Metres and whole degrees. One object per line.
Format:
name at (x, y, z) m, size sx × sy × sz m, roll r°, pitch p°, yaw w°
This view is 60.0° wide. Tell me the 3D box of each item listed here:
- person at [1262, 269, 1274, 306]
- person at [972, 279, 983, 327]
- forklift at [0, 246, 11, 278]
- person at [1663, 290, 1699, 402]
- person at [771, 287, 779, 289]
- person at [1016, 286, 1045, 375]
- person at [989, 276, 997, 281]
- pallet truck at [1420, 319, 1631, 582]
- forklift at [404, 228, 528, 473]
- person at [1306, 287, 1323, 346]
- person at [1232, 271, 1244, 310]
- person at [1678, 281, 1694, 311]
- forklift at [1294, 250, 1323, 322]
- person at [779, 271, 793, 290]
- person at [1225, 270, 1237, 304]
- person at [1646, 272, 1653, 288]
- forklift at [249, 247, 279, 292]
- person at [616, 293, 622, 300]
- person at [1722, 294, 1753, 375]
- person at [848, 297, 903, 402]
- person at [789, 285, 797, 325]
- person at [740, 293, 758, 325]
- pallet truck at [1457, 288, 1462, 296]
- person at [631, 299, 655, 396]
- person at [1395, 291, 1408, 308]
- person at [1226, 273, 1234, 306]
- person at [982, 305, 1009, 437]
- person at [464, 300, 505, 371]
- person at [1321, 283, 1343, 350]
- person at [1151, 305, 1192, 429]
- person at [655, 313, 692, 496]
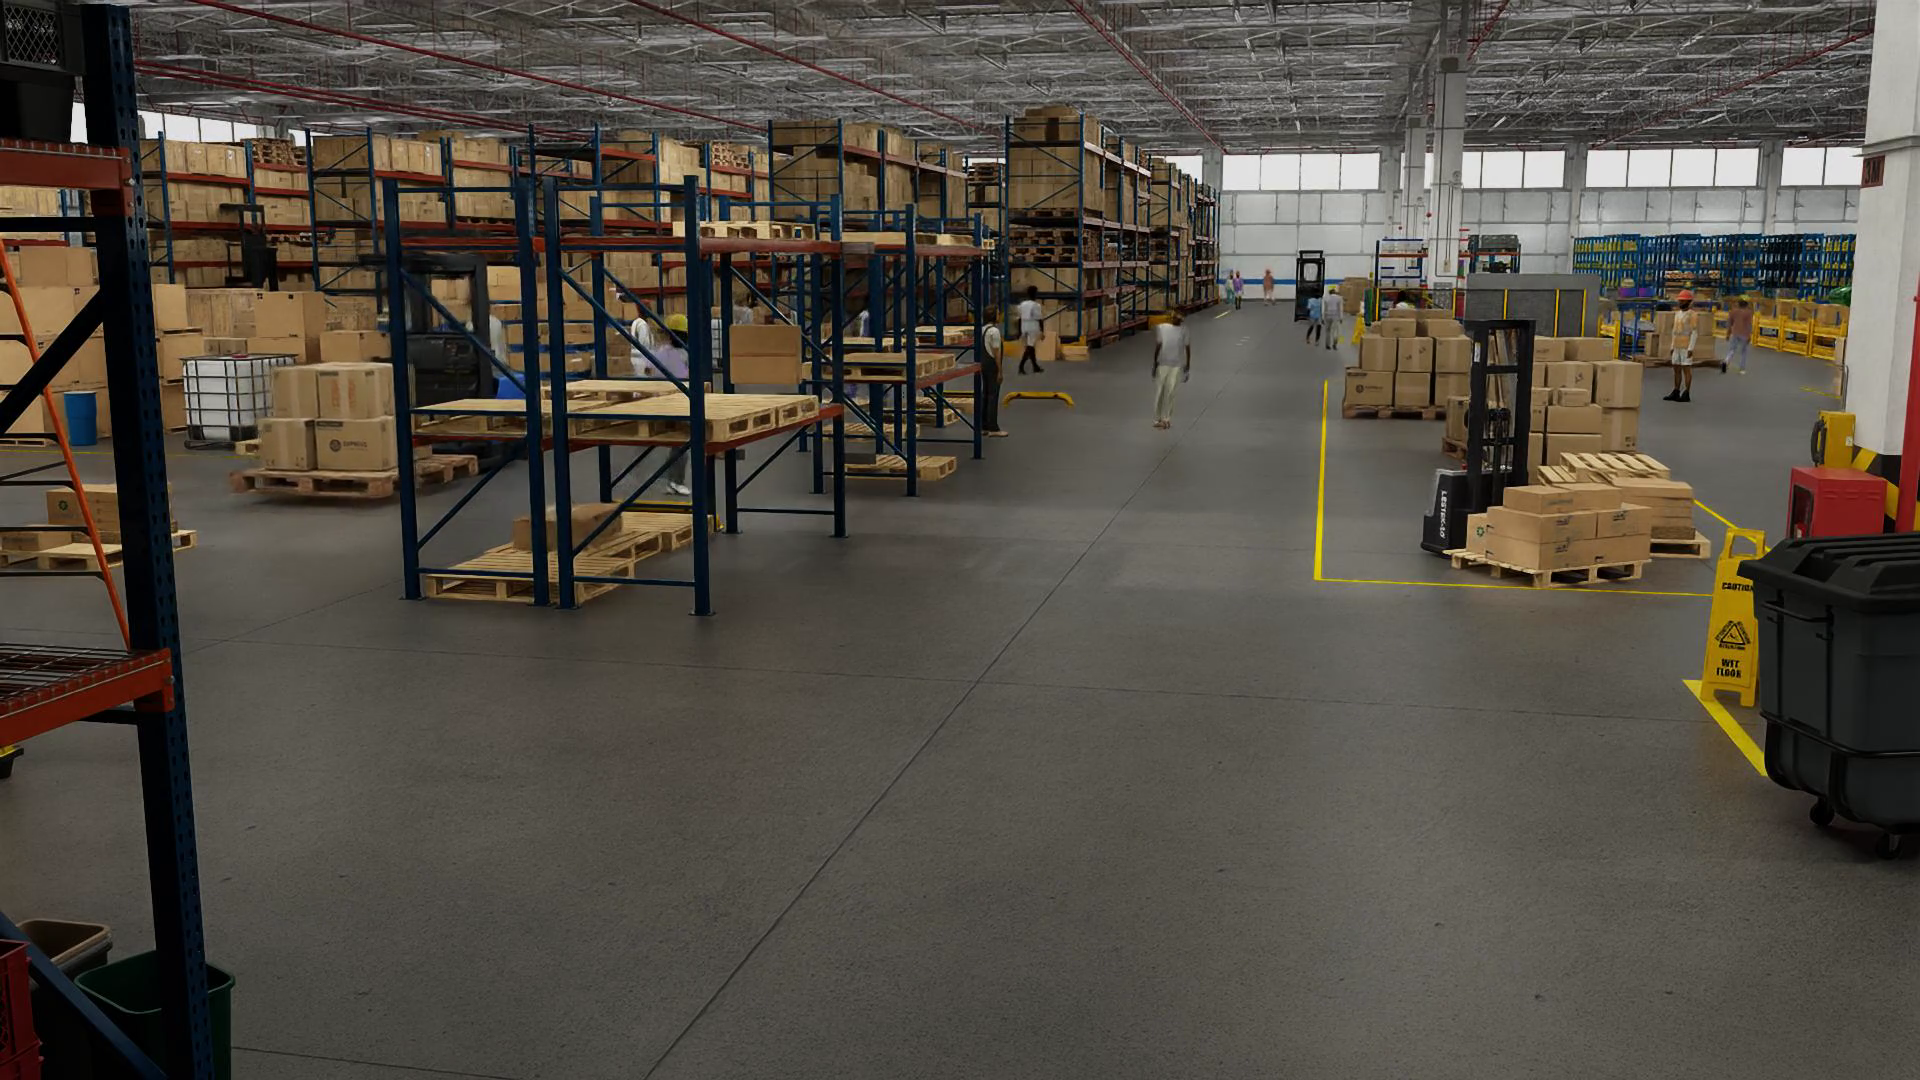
person at (16.293, -13.351, 87.956) m, size 0.621 × 1.976 × 0.513 m, roll -4°, pitch 10°, yaw -23°
person at (0.698, -8.523, 59.839) m, size 0.438 × 1.810 × 0.701 m, roll 6°, pitch 11°, yaw 30°
forklift at (-25.244, -6.318, 43.621) m, size 1.129 × 2.768 × 1.873 m, roll 4°, pitch 10°, yaw 23°
person at (12.577, -3.376, 28.968) m, size 0.342 × 1.942 × 0.552 m, roll -3°, pitch 10°, yaw -15°
person at (-7.018, -9.000, 62.582) m, size 1.018 × 1.853 × 0.650 m, roll 6°, pitch 11°, yaw 32°
person at (1.488, -4.500, 35.688) m, size 0.617 × 1.920 × 1.000 m, roll 9°, pitch 13°, yaw 44°
person at (1.586, -11.495, 77.056) m, size 0.373 × 1.941 × 0.627 m, roll -5°, pitch 11°, yaw -29°
pallet truck at (4.543, -0.757, 13.299) m, size 0.823 × 1.965 × 1.885 m, roll -4°, pitch 10°, yaw -22°
forklift at (-5.933, -2.242, 19.481) m, size 1.129 × 2.768 × 1.873 m, roll 2°, pitch 10°, yaw 12°
person at (10.236, -6.449, 47.973) m, size 0.531 × 1.676 × 0.570 m, roll -1°, pitch 10°, yaw -8°
person at (13.644, -12.266, 81.767) m, size 0.575 × 1.885 × 0.976 m, roll 2°, pitch 10°, yaw 10°
person at (24.251, -7.774, 55.603) m, size 0.549 × 1.737 × 0.580 m, roll 9°, pitch 13°, yaw 43°
forklift at (13.778, -10.002, 65.433) m, size 1.129 × 2.768 × 1.873 m, roll 2°, pitch 10°, yaw 12°
person at (-6.580, -9.204, 63.194) m, size 0.609 × 2.040 × 0.394 m, roll -7°, pitch 12°, yaw -37°
person at (14.930, -13.906, 91.464) m, size 0.636 × 1.905 × 0.874 m, roll -5°, pitch 11°, yaw -27°
person at (37.276, -13.615, 90.050) m, size 0.973 × 1.801 × 0.592 m, roll 2°, pitch 10°, yaw 12°
forklift at (-20.919, -7.427, 50.185) m, size 1.873 × 2.768 × 1.129 m, roll 2°, pitch 10°, yaw 12°
person at (-9.183, -5.846, 43.810) m, size 0.665 × 1.868 × 0.808 m, roll 6°, pitch 11°, yaw 31°
person at (16.672, -4.393, 35.602) m, size 0.586 × 1.744 × 0.524 m, roll -7°, pitch 12°, yaw -36°
person at (-1.517, -3.336, 28.946) m, size 0.980 × 1.869 × 0.600 m, roll -1°, pitch 10°, yaw -5°
person at (-5.334, -7.369, 53.526) m, size 0.283 × 1.633 × 0.497 m, roll -9°, pitch 13°, yaw -43°
person at (-4.316, -4.017, 33.204) m, size 0.707 × 1.818 × 0.535 m, roll 0°, pitch 10°, yaw -2°
pallet truck at (20.506, -9.785, 68.819) m, size 0.653 × 1.274 × 1.630 m, roll 2°, pitch 10°, yaw 12°
person at (-4.686, -2.607, 24.591) m, size 0.337 × 1.882 × 0.584 m, roll -4°, pitch 10°, yaw -22°
person at (11.003, -5.416, 41.836) m, size 0.542 × 1.672 × 0.685 m, roll -9°, pitch 13°, yaw -42°
person at (14.411, -13.330, 88.436) m, size 0.525 × 1.769 × 0.311 m, roll 2°, pitch 10°, yaw 14°
person at (0.451, -2.354, 23.208) m, size 0.345 × 1.847 × 0.507 m, roll -5°, pitch 11°, yaw -26°
person at (-7.081, -2.620, 24.563) m, size 0.617 × 1.916 × 0.647 m, roll 6°, pitch 11°, yaw 32°
person at (10.166, -6.093, 45.449) m, size 0.605 × 1.816 × 0.662 m, roll 1°, pitch 10°, yaw 6°
person at (3.071, -2.515, 24.242) m, size 0.601 × 1.824 × 0.365 m, roll 3°, pitch 10°, yaw 15°
person at (-2.880, -1.398, 17.343) m, size 0.551 × 1.907 × 0.610 m, roll 4°, pitch 10°, yaw 22°
